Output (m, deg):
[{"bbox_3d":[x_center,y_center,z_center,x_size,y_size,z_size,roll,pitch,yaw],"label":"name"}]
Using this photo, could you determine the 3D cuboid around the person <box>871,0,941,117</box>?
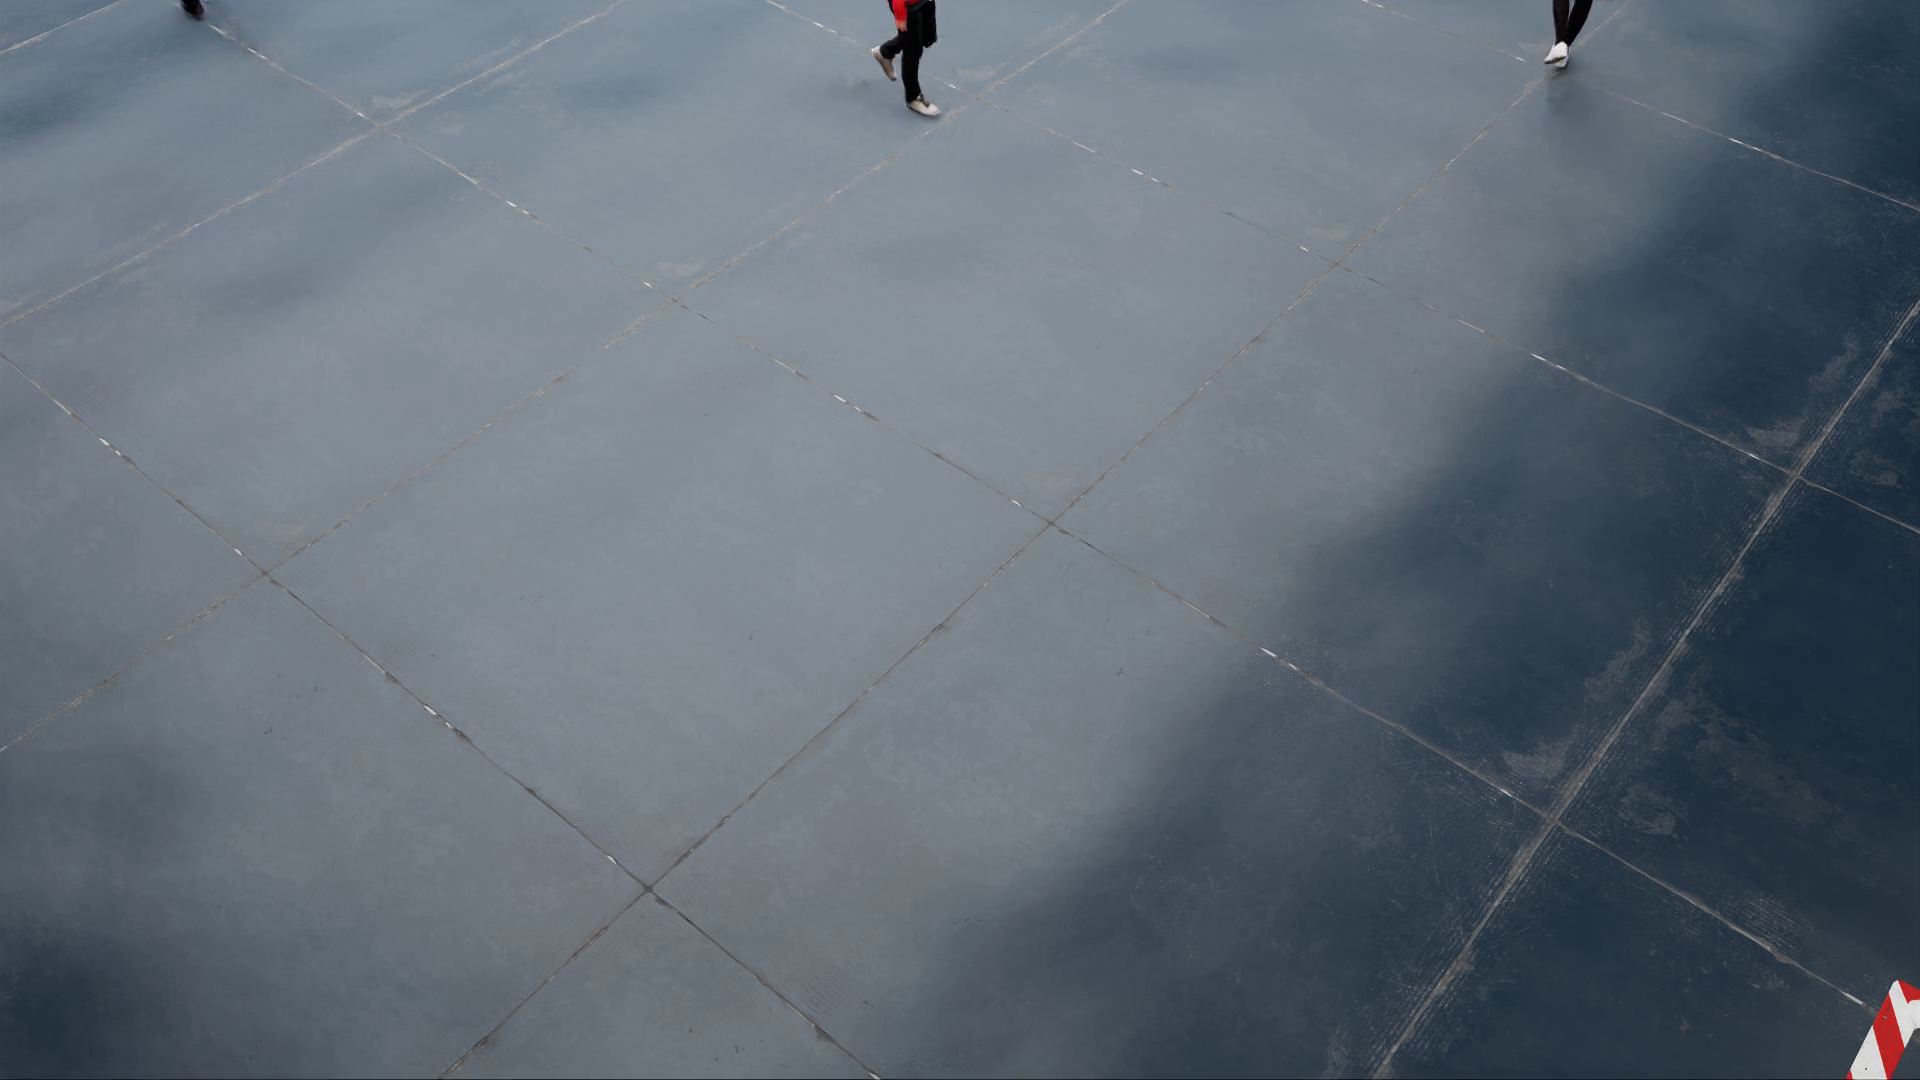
[{"bbox_3d":[-0.405,-3.734,11.330,0.893,1.743,0.715,24,52,21],"label":"person"}]
